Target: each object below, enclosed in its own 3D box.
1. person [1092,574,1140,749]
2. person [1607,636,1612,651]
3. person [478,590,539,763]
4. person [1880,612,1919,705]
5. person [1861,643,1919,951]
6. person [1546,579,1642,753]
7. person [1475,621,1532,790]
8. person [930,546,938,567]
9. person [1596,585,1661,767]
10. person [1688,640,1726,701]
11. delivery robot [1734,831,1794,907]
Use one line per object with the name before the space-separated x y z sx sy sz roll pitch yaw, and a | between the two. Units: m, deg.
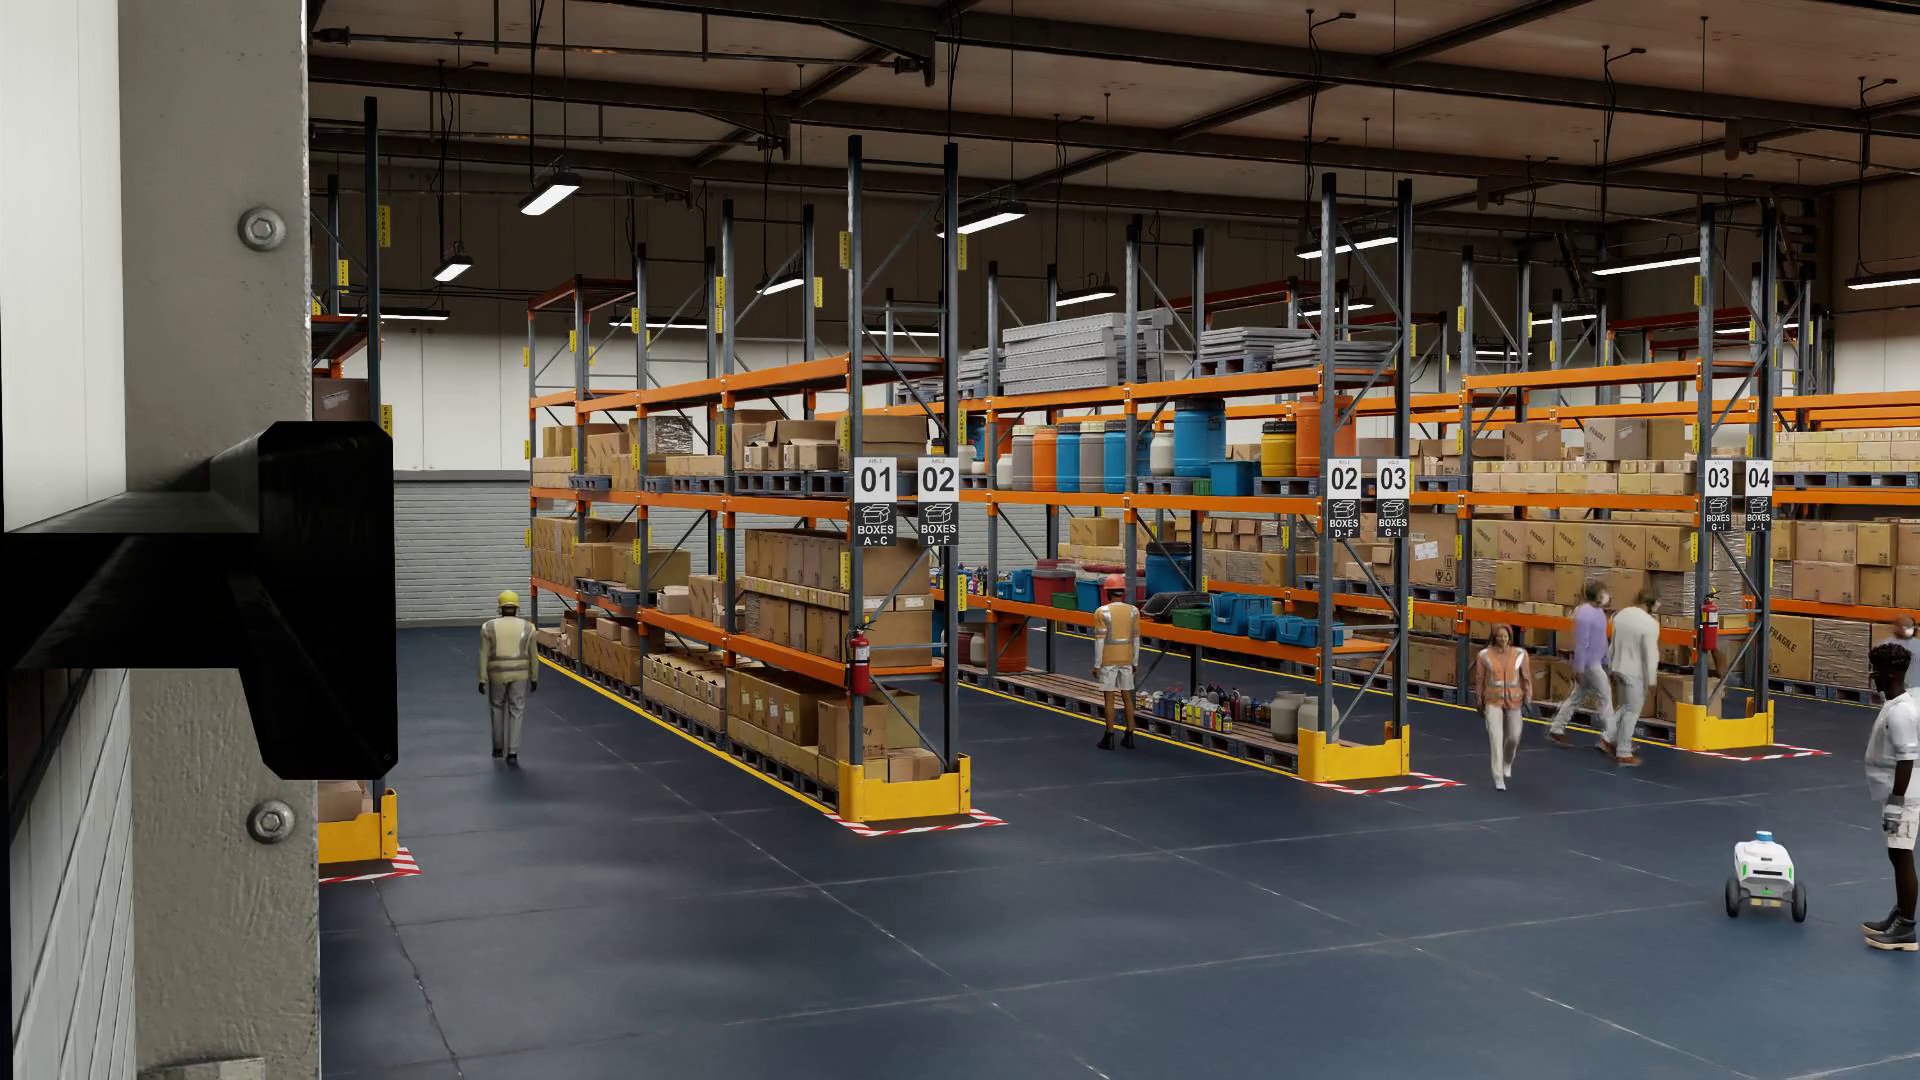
person | 1.723 1.341 19.910 0.553 1.933 0.370 -1 2 -21
person | 8.779 1.220 24.189 0.601 1.838 0.939 -1 3 -33
person | -4.799 1.435 19.046 0.625 1.806 0.763 -1 2 -15
person | 9.845 1.548 18.779 0.507 1.604 0.734 0 2 -3
person | 6.062 1.645 11.606 0.371 1.963 0.608 1 2 27
person | 6.944 1.373 19.735 1.023 1.896 0.647 1 3 30
person | 5.297 1.589 17.505 0.524 1.617 0.689 0 2 9
person | -0.499 0.755 34.591 0.407 1.987 0.614 2 3 35
person | 6.996 1.413 18.565 0.472 1.897 0.687 -1 2 -13
person | 10.075 1.137 24.101 0.643 2.018 0.596 -1 2 -23
delivery robot | 5.610 2.280 12.506 0.477 0.478 0.707 1 2 20
